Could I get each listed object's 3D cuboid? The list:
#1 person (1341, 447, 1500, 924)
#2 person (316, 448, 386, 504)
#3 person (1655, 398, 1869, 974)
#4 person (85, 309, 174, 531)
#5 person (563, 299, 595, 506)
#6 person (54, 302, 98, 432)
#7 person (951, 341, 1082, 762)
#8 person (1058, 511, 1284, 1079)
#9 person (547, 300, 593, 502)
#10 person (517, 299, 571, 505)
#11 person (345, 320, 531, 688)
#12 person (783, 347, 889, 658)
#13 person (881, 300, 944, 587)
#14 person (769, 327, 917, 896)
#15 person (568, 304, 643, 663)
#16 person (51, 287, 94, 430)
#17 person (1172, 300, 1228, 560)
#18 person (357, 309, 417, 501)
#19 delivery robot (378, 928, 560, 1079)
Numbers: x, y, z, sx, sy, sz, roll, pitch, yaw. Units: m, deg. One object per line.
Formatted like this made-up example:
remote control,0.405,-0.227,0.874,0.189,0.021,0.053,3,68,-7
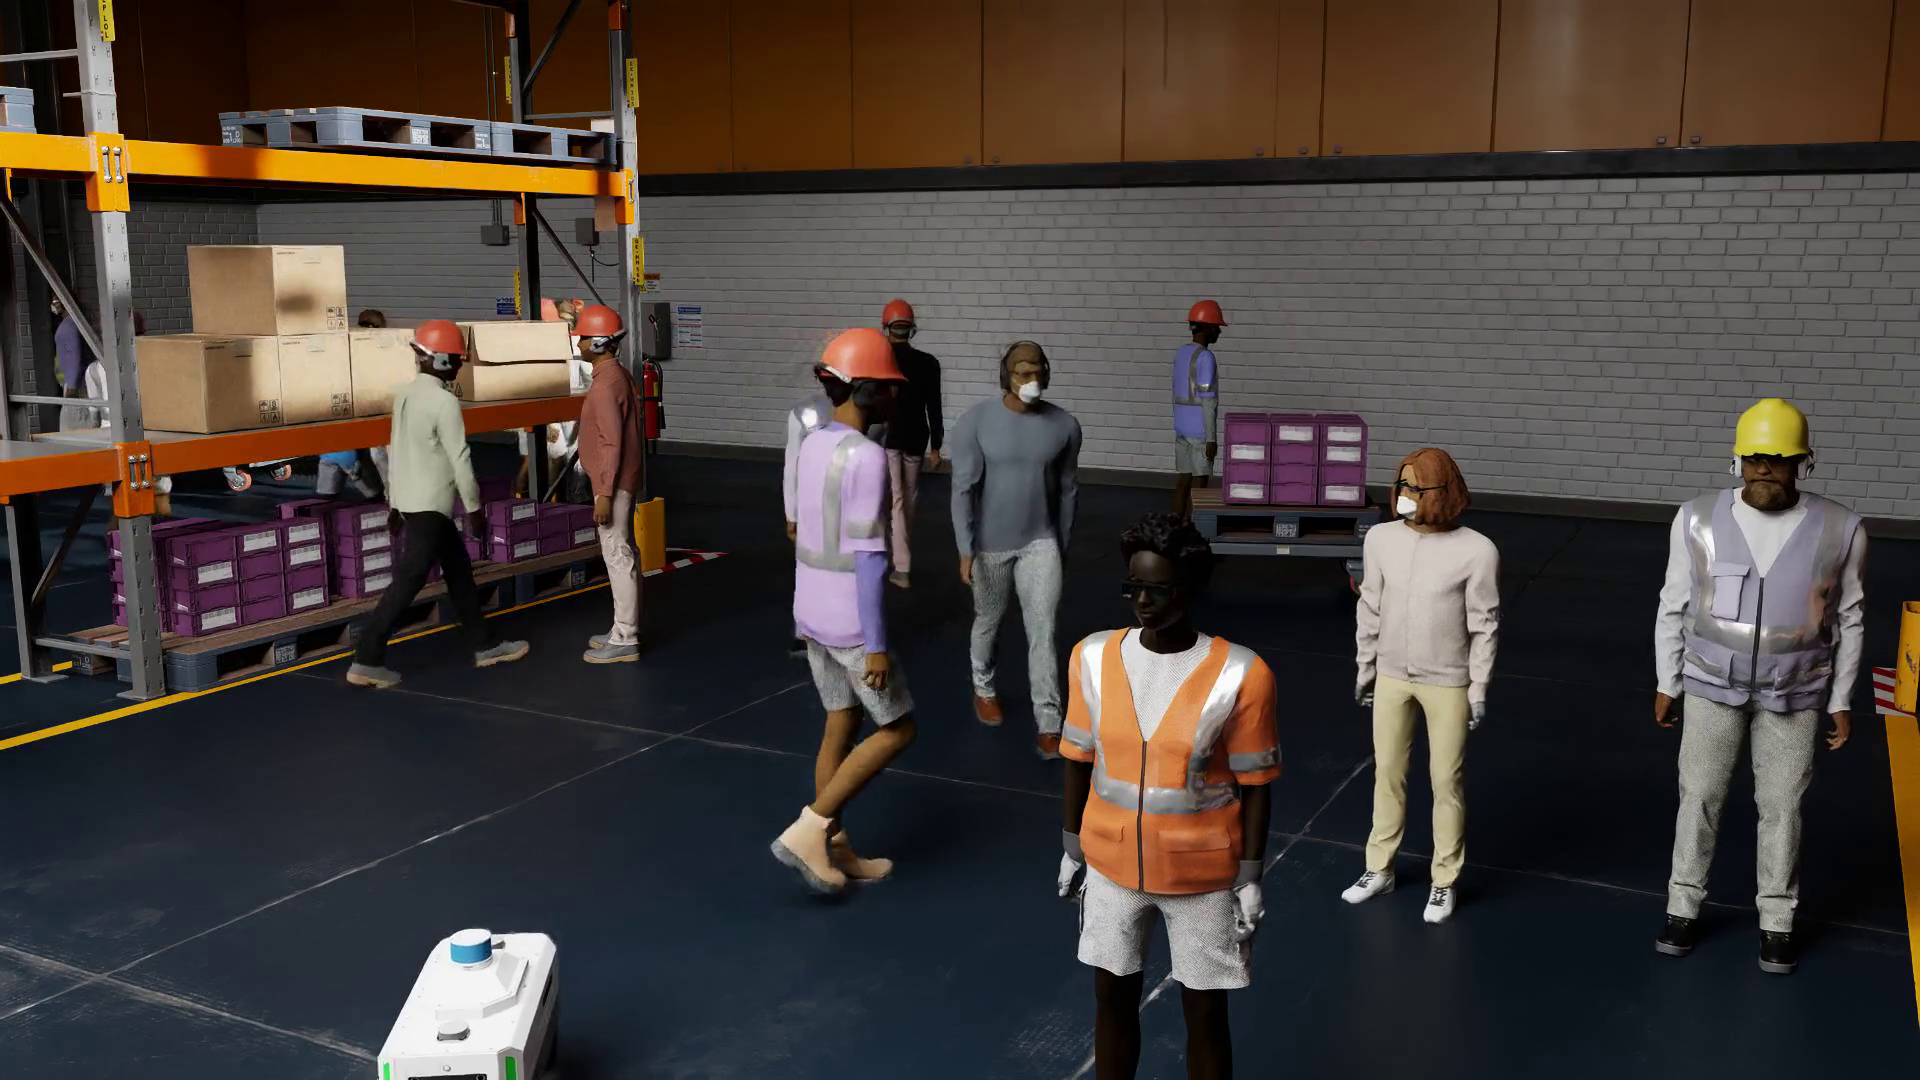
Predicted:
person,1.582,0.493,5.702,0.501,1.631,0.287,8,13,40
person,-4.349,-0.602,11.980,0.541,1.646,0.877,6,11,31
person,2.529,0.462,5.303,0.602,1.830,0.404,5,11,27
person,-5.706,-0.658,11.585,0.574,1.900,0.867,-1,10,-3
person,-3.325,-1.144,14.447,0.345,1.883,0.584,1,10,6
person,-9.113,-1.601,17.345,0.878,1.813,0.622,-6,11,-30
person,0.254,0.021,7.737,0.639,1.894,1.008,-2,10,-10
person,0.472,0.770,3.909,0.541,1.695,0.315,5,11,27
person,-3.319,-1.039,13.841,0.641,1.881,0.944,-5,11,-26
person,-3.435,-1.022,13.678,0.607,1.898,0.709,8,12,38
person,-2.836,-0.194,8.837,1.038,1.939,0.621,-7,12,-35
person,-0.700,-0.190,9.185,0.602,1.796,0.627,-3,10,-17
person,-0.476,-0.696,11.677,0.615,1.946,0.995,-4,11,-22
person,-0.388,0.274,5.829,0.503,2.024,0.630,-5,11,-25
person,-1.964,-0.311,9.303,0.387,1.996,0.611,0,10,-3
person,-8.938,-1.582,16.831,0.366,1.938,0.630,-3,10,-18
person,1.792,-0.816,12.407,0.377,1.932,0.551,-3,10,-18
person,-4.871,-1.039,14.074,0.642,1.817,0.445,2,10,9
delivery robot,-1.237,1.236,4.244,0.477,0.478,0.707,-1,10,-6
